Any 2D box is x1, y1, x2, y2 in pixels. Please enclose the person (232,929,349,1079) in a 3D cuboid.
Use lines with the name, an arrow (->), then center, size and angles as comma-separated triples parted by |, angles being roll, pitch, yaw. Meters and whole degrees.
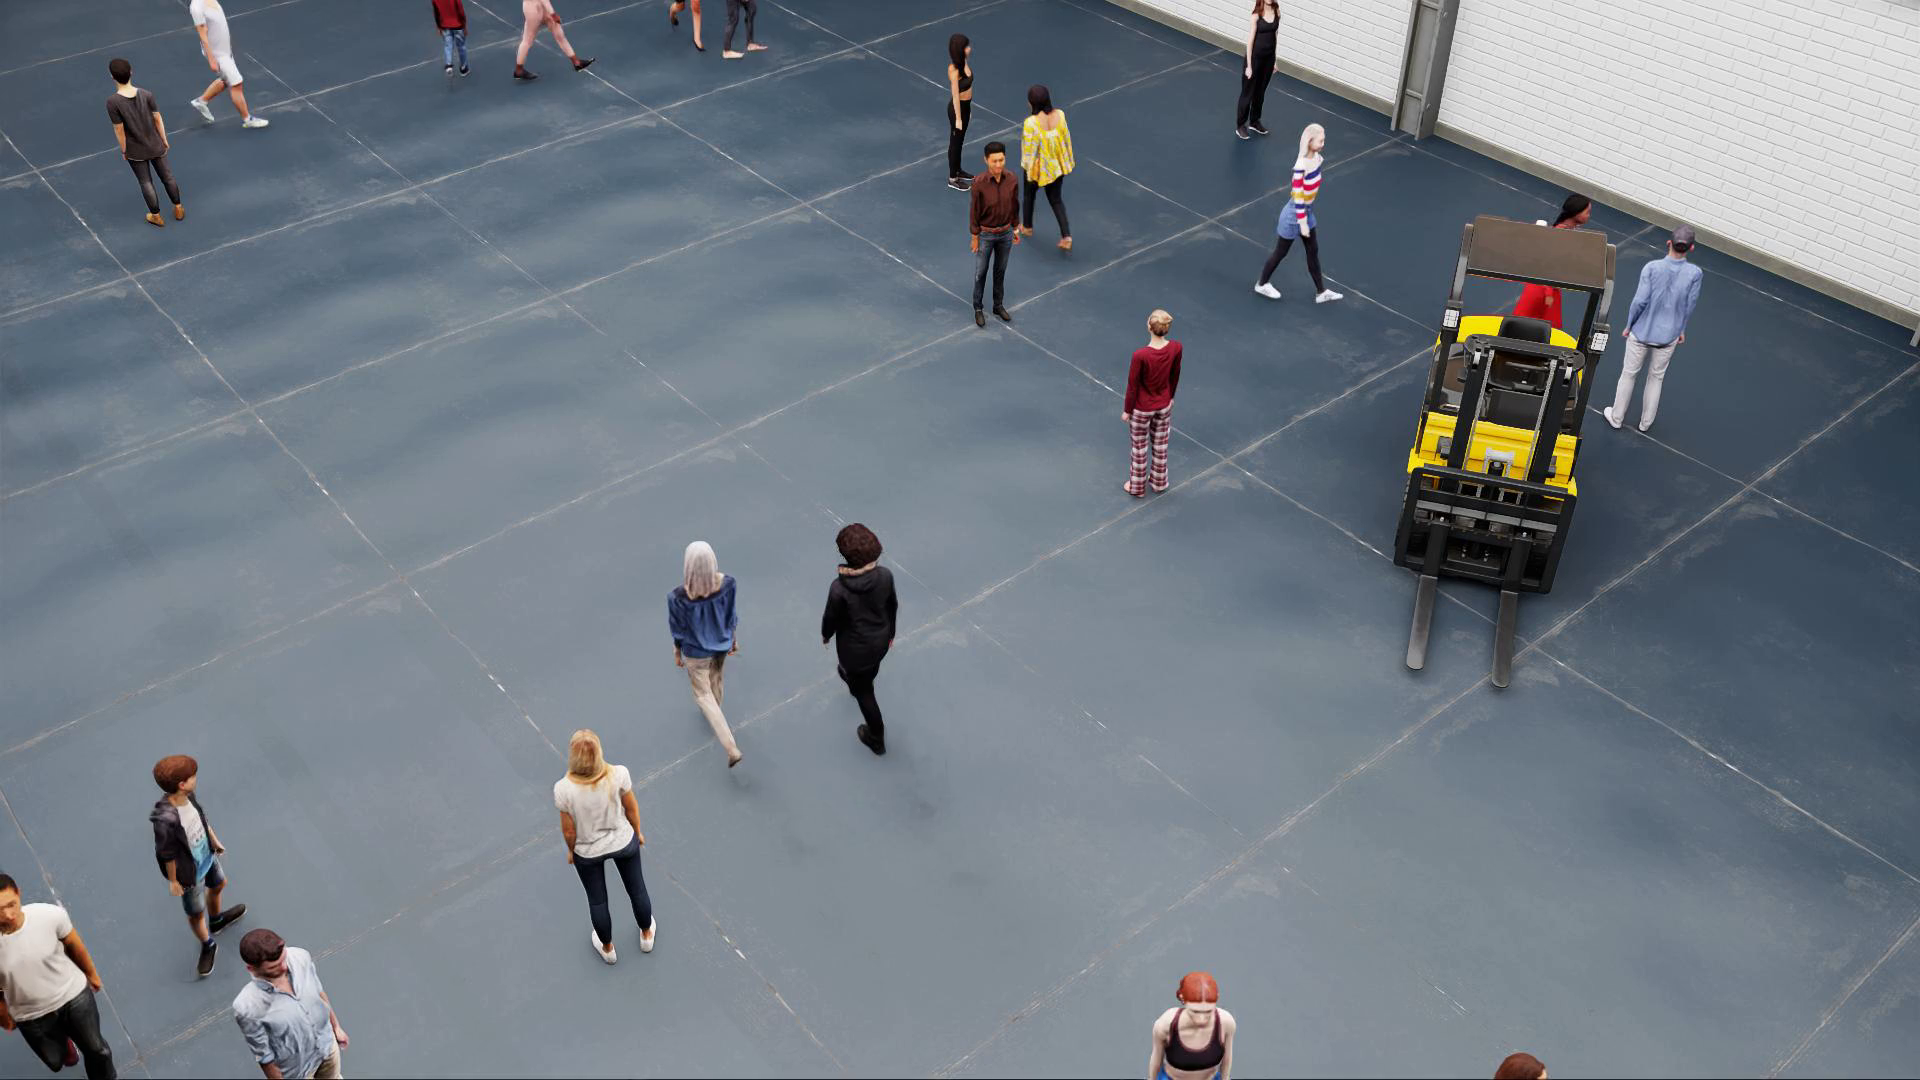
person -> -3.309, 2.570, 8.349 | 0.728, 1.847, 0.731 | 13, 41, 16

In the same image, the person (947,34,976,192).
person -> -0.013, -4.480, 17.340 | 0.656, 1.643, 0.625 | 9, 39, 11

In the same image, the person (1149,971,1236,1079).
person -> 1.117, 2.688, 8.275 | 0.962, 1.765, 1.118 | -2, 39, -3

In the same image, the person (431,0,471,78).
person -> -6.006, -6.047, 19.622 | 0.686, 1.244, 0.756 | 0, 39, -1

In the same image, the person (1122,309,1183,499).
person -> 1.498, -1.077, 13.035 | 0.672, 1.699, 0.595 | -16, 41, -19

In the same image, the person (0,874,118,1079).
person -> -4.785, 2.334, 8.694 | 0.642, 1.795, 0.870 | -28, 46, -31

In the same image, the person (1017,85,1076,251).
person -> 0.867, -3.572, 16.236 | 0.788, 1.603, 1.035 | -22, 44, -25

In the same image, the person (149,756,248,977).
person -> -4.447, 1.882, 9.547 | 0.769, 1.427, 0.695 | 10, 40, 13

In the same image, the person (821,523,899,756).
person -> -0.584, 0.700, 10.769 | 0.710, 1.750, 1.038 | -23, 44, -26

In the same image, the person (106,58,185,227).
person -> -8.180, -3.981, 16.656 | 0.606, 1.717, 0.533 | -27, 46, -30

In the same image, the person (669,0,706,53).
person -> -3.384, -6.829, 20.274 | 0.606, 1.652, 1.020 | -23, 44, -26

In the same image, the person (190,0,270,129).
person -> -8.270, -5.406, 18.346 | 1.111, 1.834, 1.117 | -2, 39, -3

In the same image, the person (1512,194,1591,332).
person -> 4.977, -2.180, 14.381 | 0.671, 1.752, 1.086 | -27, 46, -29

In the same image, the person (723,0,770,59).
person -> -2.800, -6.635, 19.955 | 0.913, 1.747, 0.877 | -4, 39, -5

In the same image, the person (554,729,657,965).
person -> -2.005, 1.739, 9.420 | 0.648, 1.809, 0.606 | -14, 41, -17

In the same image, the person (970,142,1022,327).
person -> 0.301, -2.800, 15.127 | 0.700, 1.781, 0.637 | -13, 40, -16

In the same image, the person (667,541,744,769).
person -> -1.608, 0.755, 10.771 | 0.711, 1.672, 1.073 | -21, 43, -24

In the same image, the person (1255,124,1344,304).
person -> 3.039, -3.004, 15.395 | 1.135, 1.765, 0.831 | 26, 45, 29

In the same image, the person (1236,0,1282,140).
person -> 3.289, -5.300, 18.287 | 0.624, 1.743, 0.581 | -19, 42, -22

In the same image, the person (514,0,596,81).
person -> -5.021, -6.120, 19.375 | 1.120, 1.666, 1.207 | -6, 39, -7

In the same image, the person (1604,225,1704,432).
person -> 5.730, -1.738, 13.711 | 0.708, 1.888, 0.797 | 7, 39, 9
